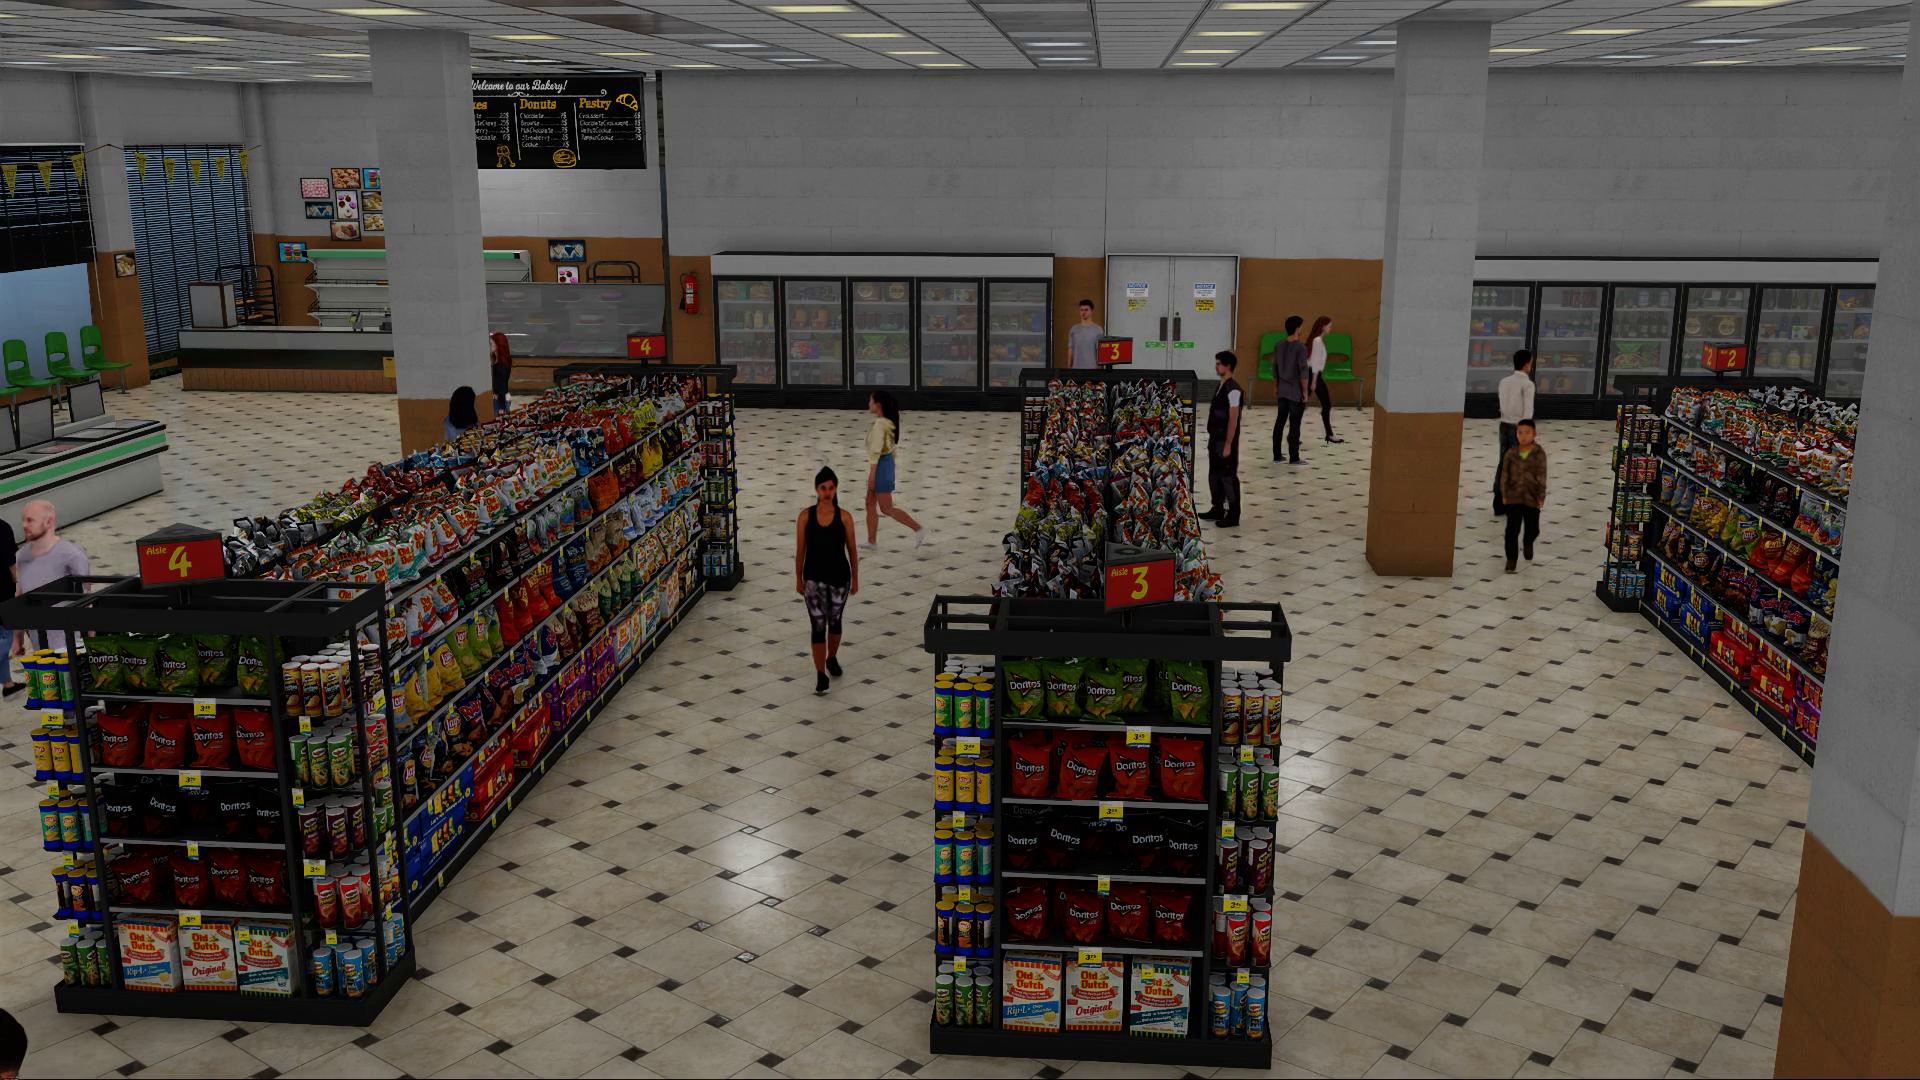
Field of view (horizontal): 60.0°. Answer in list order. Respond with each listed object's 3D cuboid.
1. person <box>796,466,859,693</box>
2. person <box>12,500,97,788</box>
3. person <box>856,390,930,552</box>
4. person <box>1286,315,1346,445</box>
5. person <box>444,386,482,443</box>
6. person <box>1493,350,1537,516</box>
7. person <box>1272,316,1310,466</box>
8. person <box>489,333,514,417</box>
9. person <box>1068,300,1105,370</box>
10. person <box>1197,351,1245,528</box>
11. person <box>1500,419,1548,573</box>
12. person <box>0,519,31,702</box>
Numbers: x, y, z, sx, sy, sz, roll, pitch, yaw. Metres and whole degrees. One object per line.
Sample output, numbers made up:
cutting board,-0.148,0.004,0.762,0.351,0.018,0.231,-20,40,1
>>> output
person,-0.991,0.280,12.443,0.769,1.625,1.050,-2,14,-9
person,-5.659,0.624,10.600,0.803,1.824,0.806,5,15,20
person,-0.689,-0.642,16.275,0.740,1.610,0.974,3,14,10
person,4.576,-2.062,21.899,0.863,1.718,0.977,-2,14,-8
person,-4.677,-0.548,15.575,0.770,1.758,0.921,6,15,24
person,5.916,-1.140,17.935,0.932,1.796,0.864,-6,15,-24
person,4.146,-1.878,20.857,0.794,1.852,0.725,-11,17,-37
person,-5.360,-1.557,19.722,0.950,1.764,1.059,-5,15,-20
person,1.719,-2.311,22.569,0.738,1.888,0.682,6,15,23
person,2.824,-1.072,17.548,0.810,1.847,0.640,-4,14,-15
person,5.340,-0.425,15.742,0.688,1.439,0.841,5,14,19
person,-6.939,0.409,11.826,0.611,1.665,0.928,1,14,4
